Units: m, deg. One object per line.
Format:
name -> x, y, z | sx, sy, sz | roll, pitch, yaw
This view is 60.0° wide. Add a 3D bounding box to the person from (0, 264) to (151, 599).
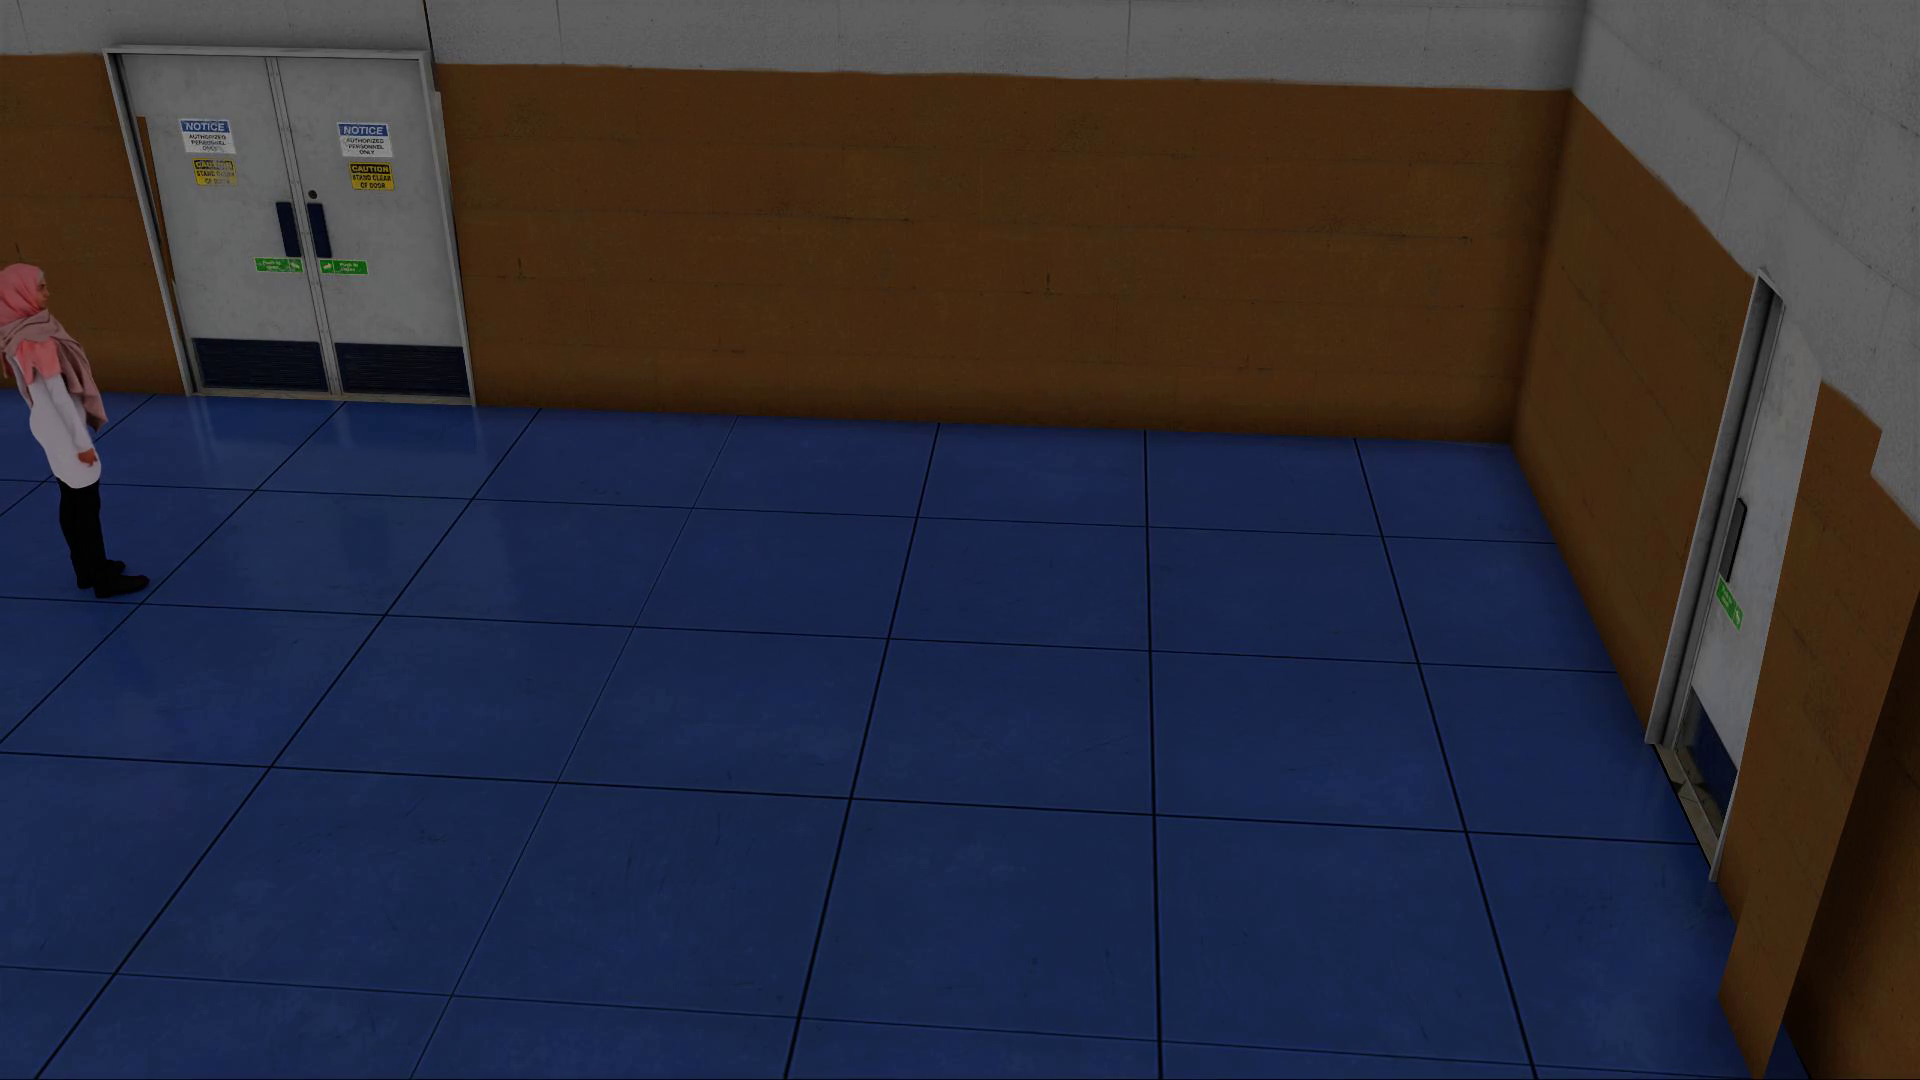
person -> -4.615, -0.544, 8.547 | 0.739, 1.803, 0.780 | 24, 37, 37
